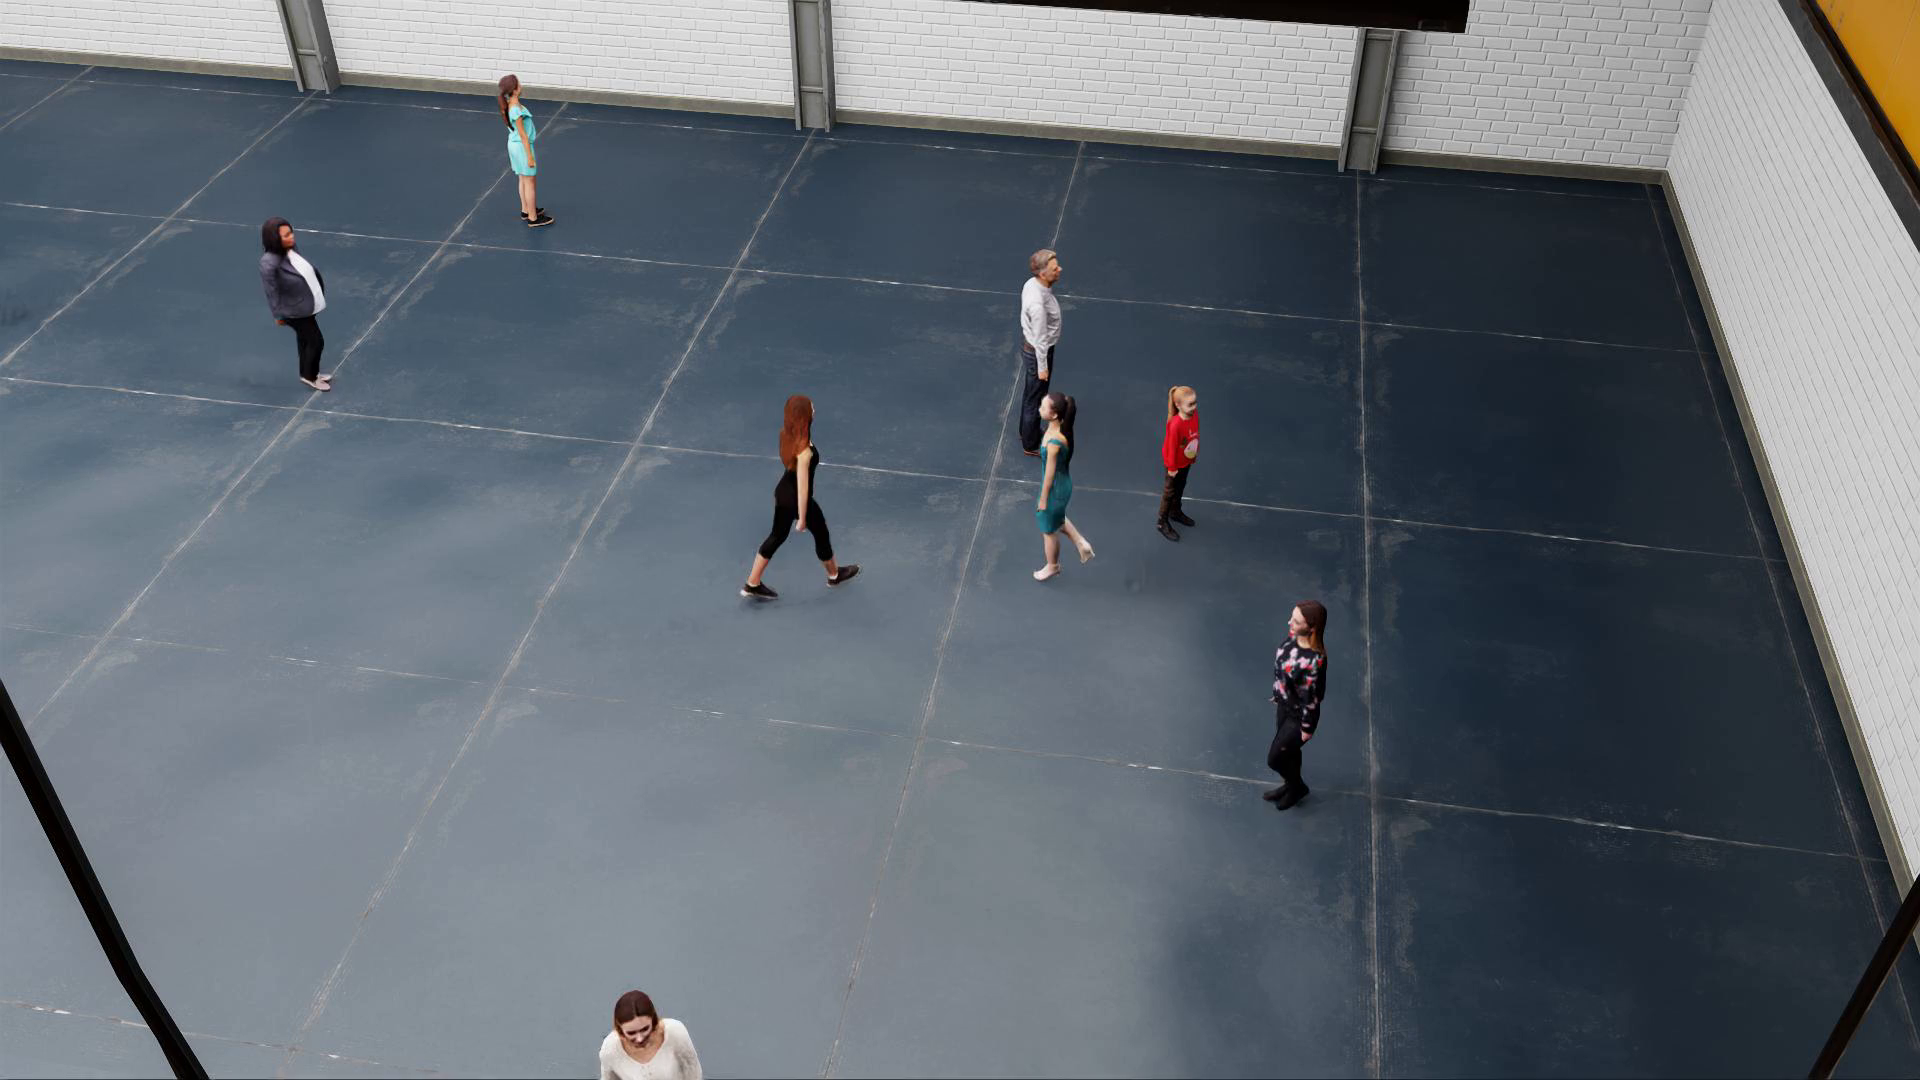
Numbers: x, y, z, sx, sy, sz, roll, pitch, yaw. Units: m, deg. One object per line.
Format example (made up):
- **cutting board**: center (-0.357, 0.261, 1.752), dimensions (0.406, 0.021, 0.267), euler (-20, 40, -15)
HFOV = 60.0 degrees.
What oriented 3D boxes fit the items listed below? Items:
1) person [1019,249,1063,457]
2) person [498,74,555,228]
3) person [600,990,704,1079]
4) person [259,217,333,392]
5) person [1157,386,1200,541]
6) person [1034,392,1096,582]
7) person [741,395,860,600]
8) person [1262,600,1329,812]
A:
- **person**: center (0.632, -1.523, 13.344), dimensions (0.631, 1.819, 0.703), euler (-2, 39, -2)
- **person**: center (-4.346, -3.881, 16.508), dimensions (0.698, 1.557, 0.646), euler (-20, 43, -23)
- **person**: center (-1.511, 2.704, 8.194), dimensions (1.171, 1.642, 1.074), euler (-13, 40, -16)
- **person**: center (-5.708, -2.003, 14.131), dimensions (0.718, 1.588, 0.717), euler (0, 39, 0)
- **person**: center (1.670, -0.613, 12.637), dimensions (0.605, 1.281, 0.576), euler (25, 45, 28)
- **person**: center (0.764, -0.358, 12.001), dimensions (0.667, 1.676, 0.563), euler (8, 39, 10)
- **person**: center (-1.247, -0.252, 11.856), dimensions (1.163, 1.690, 1.036), euler (-16, 41, -19)
- **person**: center (2.160, 1.031, 10.264), dimensions (0.673, 1.673, 0.676), euler (-6, 39, -8)
